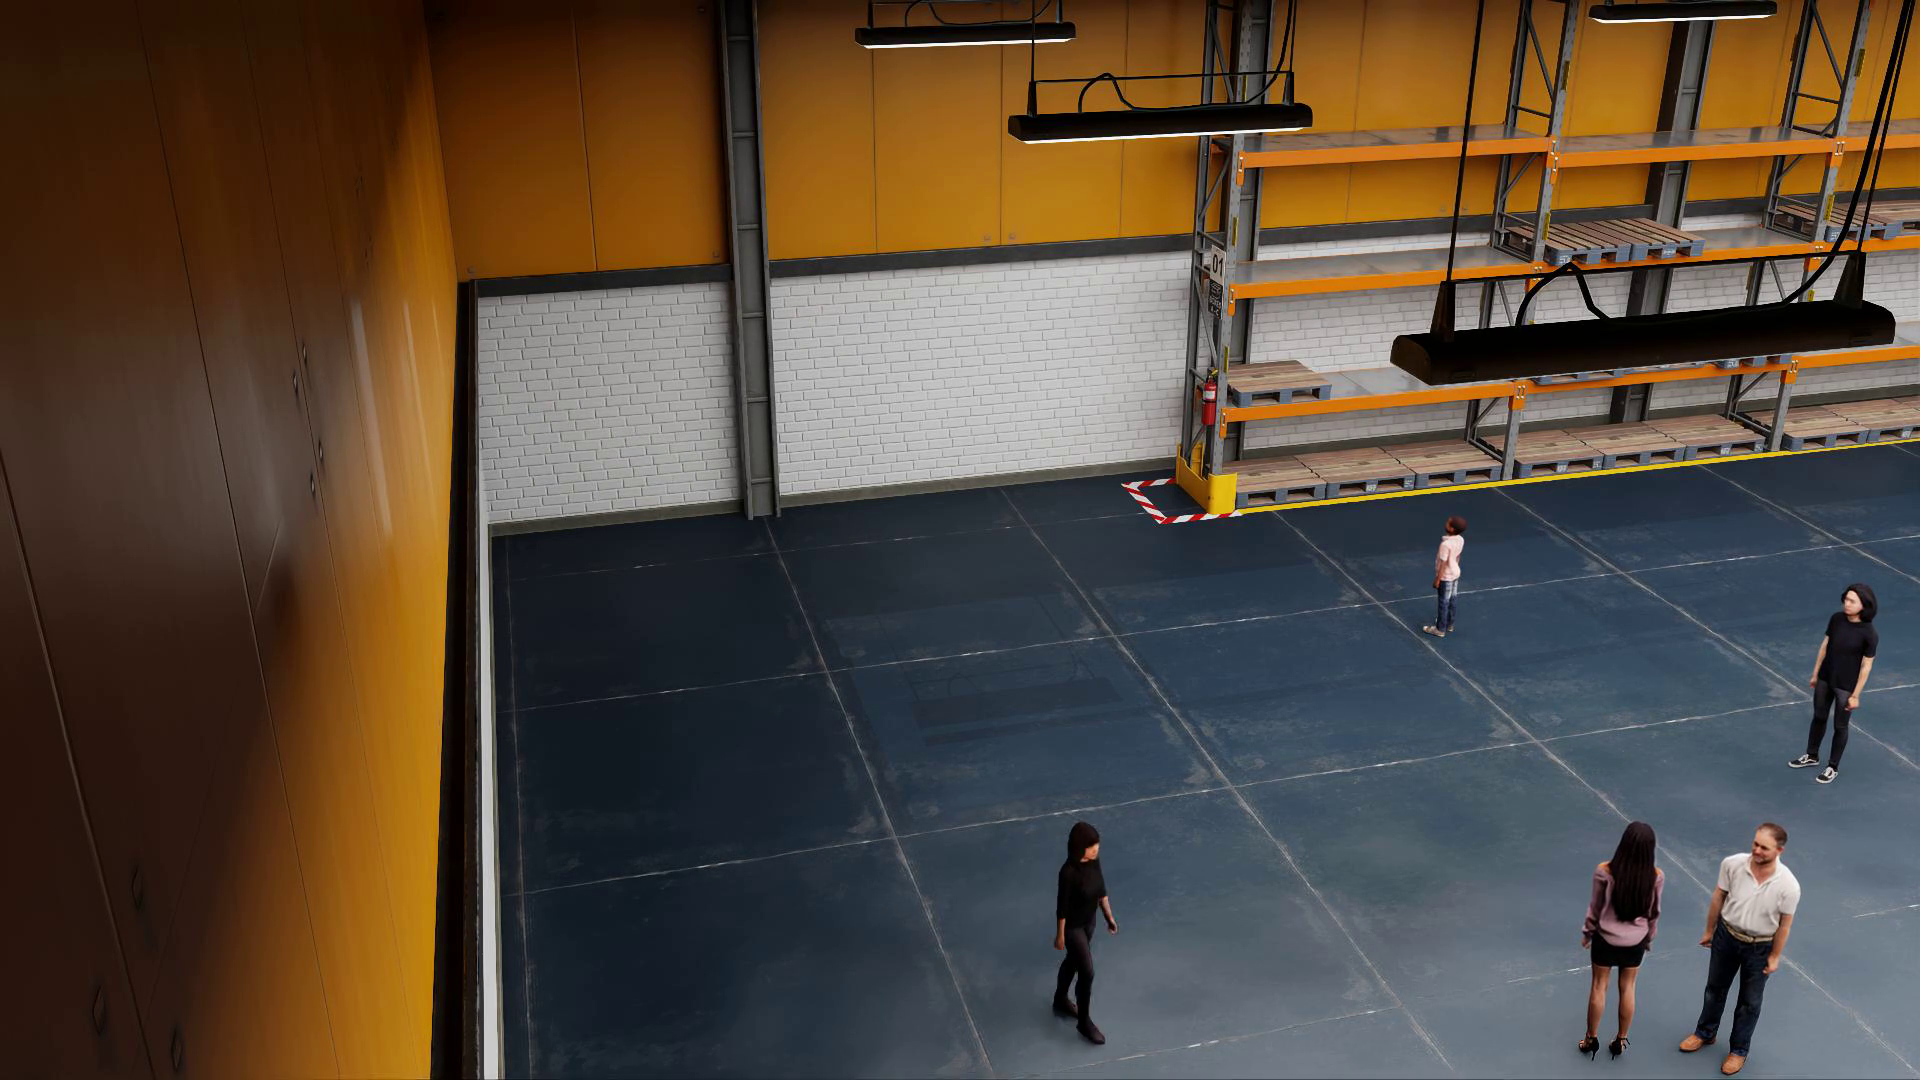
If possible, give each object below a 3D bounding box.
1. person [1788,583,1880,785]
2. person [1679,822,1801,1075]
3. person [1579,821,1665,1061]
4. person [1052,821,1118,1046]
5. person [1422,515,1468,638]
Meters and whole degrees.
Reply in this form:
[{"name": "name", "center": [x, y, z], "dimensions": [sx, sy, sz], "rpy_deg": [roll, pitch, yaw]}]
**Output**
[{"name": "person", "center": [7.586, 1.198, 14.323], "dimensions": [0.588, 1.836, 0.666], "rpy_deg": [-10, 26, -22]}, {"name": "person", "center": [5.199, 2.647, 10.985], "dimensions": [0.736, 1.856, 0.747], "rpy_deg": [-19, 30, -37]}, {"name": "person", "center": [4.363, 2.660, 11.012], "dimensions": [0.613, 1.810, 0.760], "rpy_deg": [3, 24, 8]}, {"name": "person", "center": [0.741, 2.598, 11.381], "dimensions": [0.870, 1.627, 0.822], "rpy_deg": [15, 28, 31]}, {"name": "person", "center": [4.974, 0.352, 16.921], "dimensions": [0.553, 1.306, 0.645], "rpy_deg": [-20, 31, -38]}]
